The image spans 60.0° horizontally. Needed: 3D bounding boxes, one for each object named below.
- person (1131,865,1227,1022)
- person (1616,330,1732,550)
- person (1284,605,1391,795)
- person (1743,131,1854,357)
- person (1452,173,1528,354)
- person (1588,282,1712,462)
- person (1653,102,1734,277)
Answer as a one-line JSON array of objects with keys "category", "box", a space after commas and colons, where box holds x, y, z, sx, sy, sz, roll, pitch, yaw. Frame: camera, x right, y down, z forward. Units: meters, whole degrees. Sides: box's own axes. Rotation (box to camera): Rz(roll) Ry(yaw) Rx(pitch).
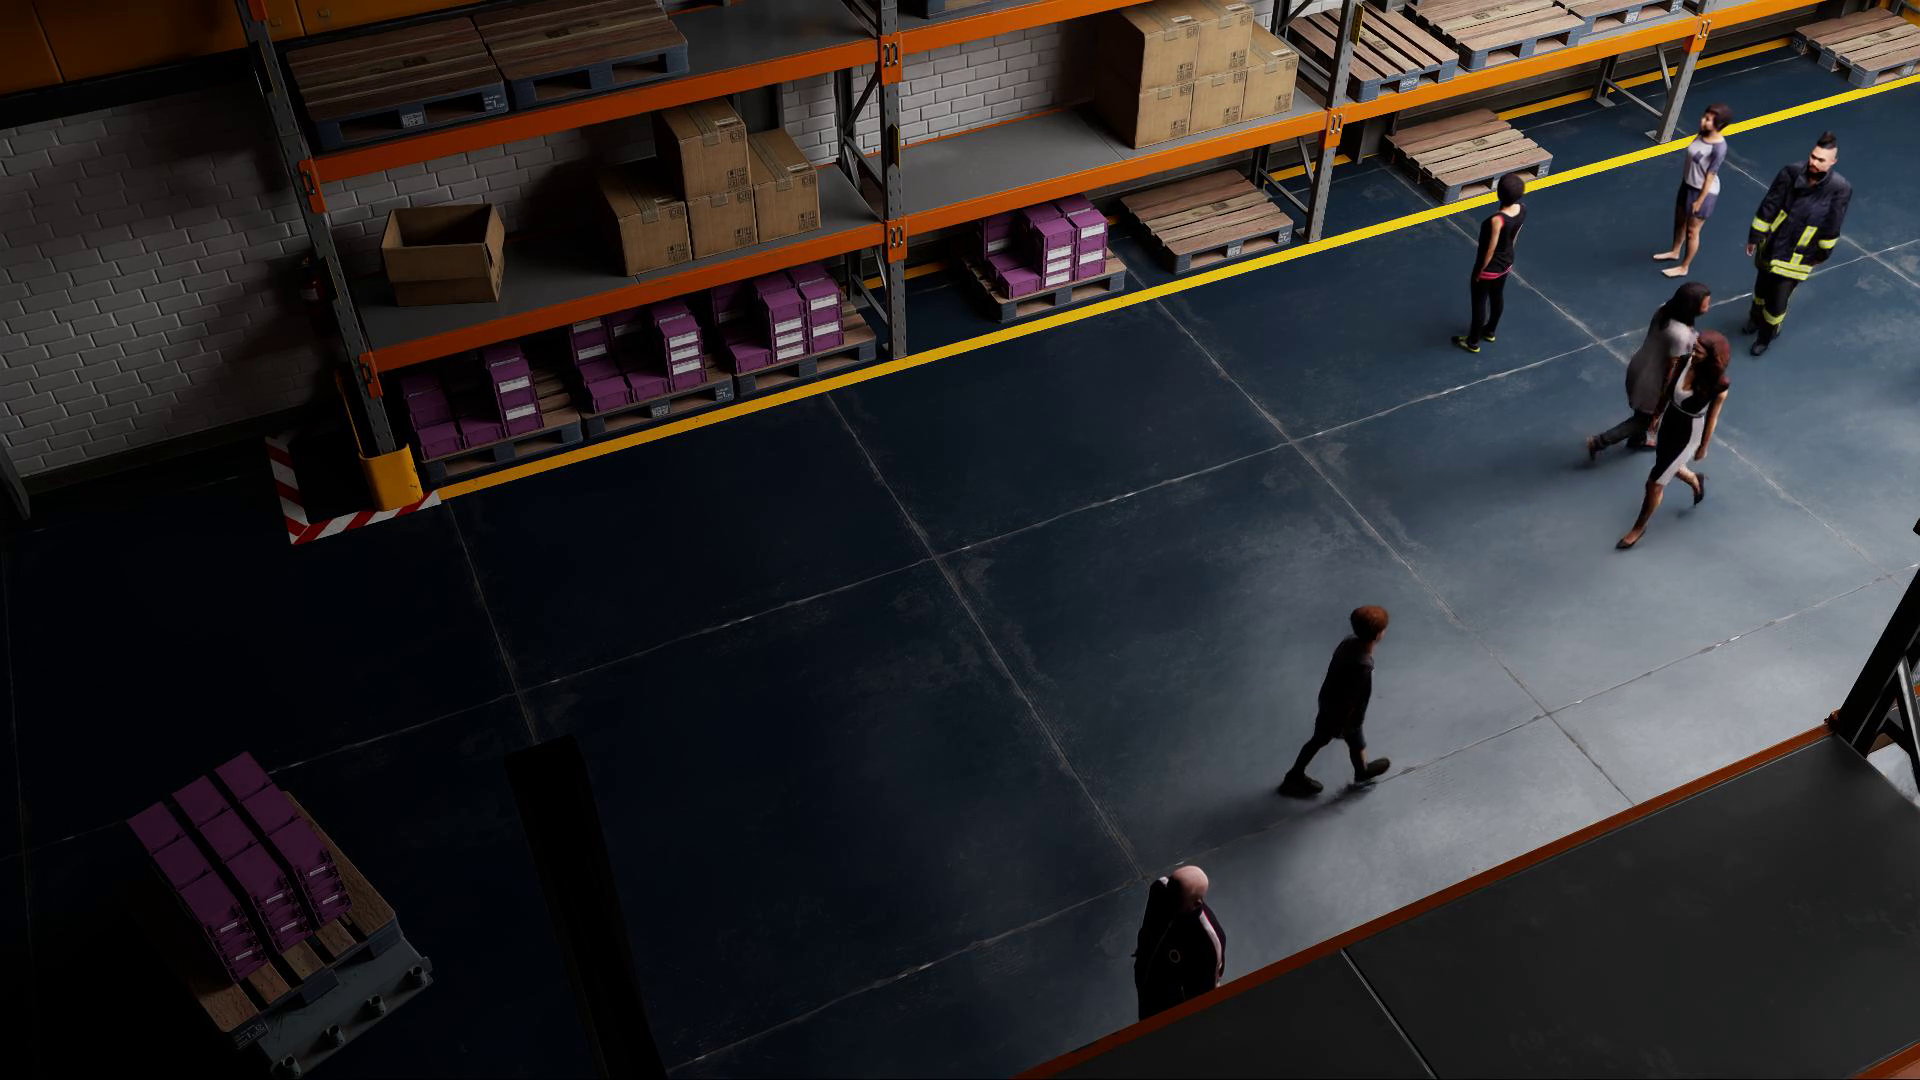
[{"category": "person", "box": [1.073, 2.190, 8.312, 0.628, 1.837, 0.702, -25, 49, -24]}, {"category": "person", "box": [4.993, -0.724, 11.422, 1.043, 1.767, 0.576, -19, 47, -19]}, {"category": "person", "box": [2.223, 1.009, 9.864, 0.959, 1.407, 0.748, 1, 44, 1]}, {"category": "person", "box": [6.609, -2.410, 13.132, 0.900, 1.849, 0.861, -34, 53, -30]}, {"category": "person", "box": [4.219, -2.196, 13.123, 0.508, 1.551, 0.647, -29, 51, -27]}, {"category": "person", "box": [4.977, -1.196, 12.049, 1.015, 1.584, 0.839, -4, 44, -4]}, {"category": "person", "box": [6.179, -2.942, 13.899, 0.644, 1.562, 0.643, -4, 44, -4]}]
